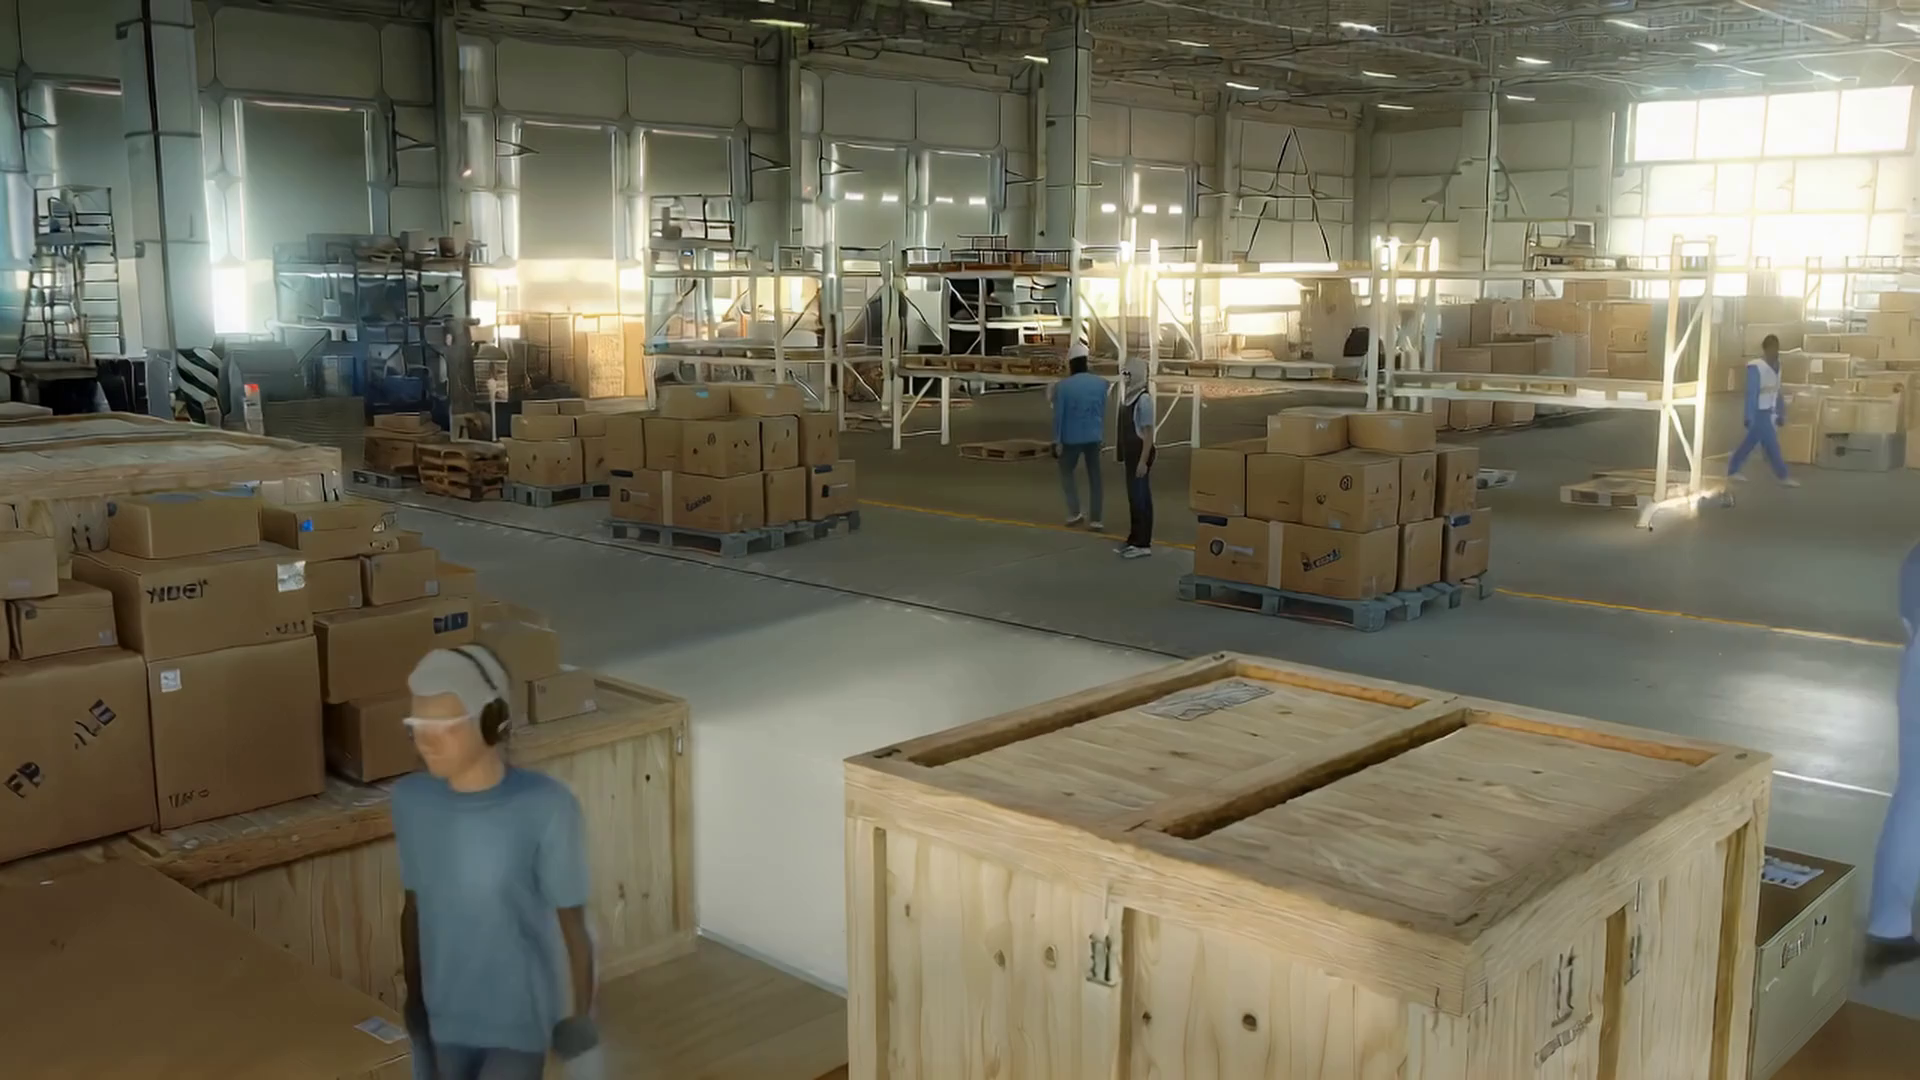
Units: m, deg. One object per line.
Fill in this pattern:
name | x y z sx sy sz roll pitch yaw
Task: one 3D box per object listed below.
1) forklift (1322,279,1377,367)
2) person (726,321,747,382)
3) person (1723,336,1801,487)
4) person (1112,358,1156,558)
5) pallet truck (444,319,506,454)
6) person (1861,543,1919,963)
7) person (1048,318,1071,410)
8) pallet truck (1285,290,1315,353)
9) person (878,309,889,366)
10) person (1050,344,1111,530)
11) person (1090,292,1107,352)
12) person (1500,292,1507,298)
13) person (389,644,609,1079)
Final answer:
forklift | 10.103 -5.998 44.322 1.873 2.768 1.129 -3 10 -15
person | -4.180 -3.234 31.007 0.346 1.692 0.582 -7 12 -37
person | 9.904 -1.583 20.447 0.631 1.843 1.020 -7 11 -36
person | 1.629 -0.752 15.334 0.347 1.841 0.505 -2 9 -9
pallet truck | -6.981 -1.942 22.150 1.885 1.965 0.823 1 9 9
person | 3.956 0.618 6.323 1.010 2.000 0.703 -3 10 -20
person | 1.902 -3.325 31.451 0.482 1.735 0.347 -2 9 -12
pallet truck | 11.297 -6.951 52.861 1.885 1.965 0.823 -5 11 -29
person | -2.027 -5.352 44.186 0.313 1.634 0.515 1 9 5
person | 1.237 -1.055 17.064 0.730 1.875 0.681 -3 10 -20
person | 4.293 -6.710 51.603 0.544 1.930 0.388 0 9 -2
person | 17.822 -7.253 55.007 0.939 1.908 0.630 -4 10 -21
person | -1.053 1.116 3.915 0.514 1.841 0.845 3 10 16
